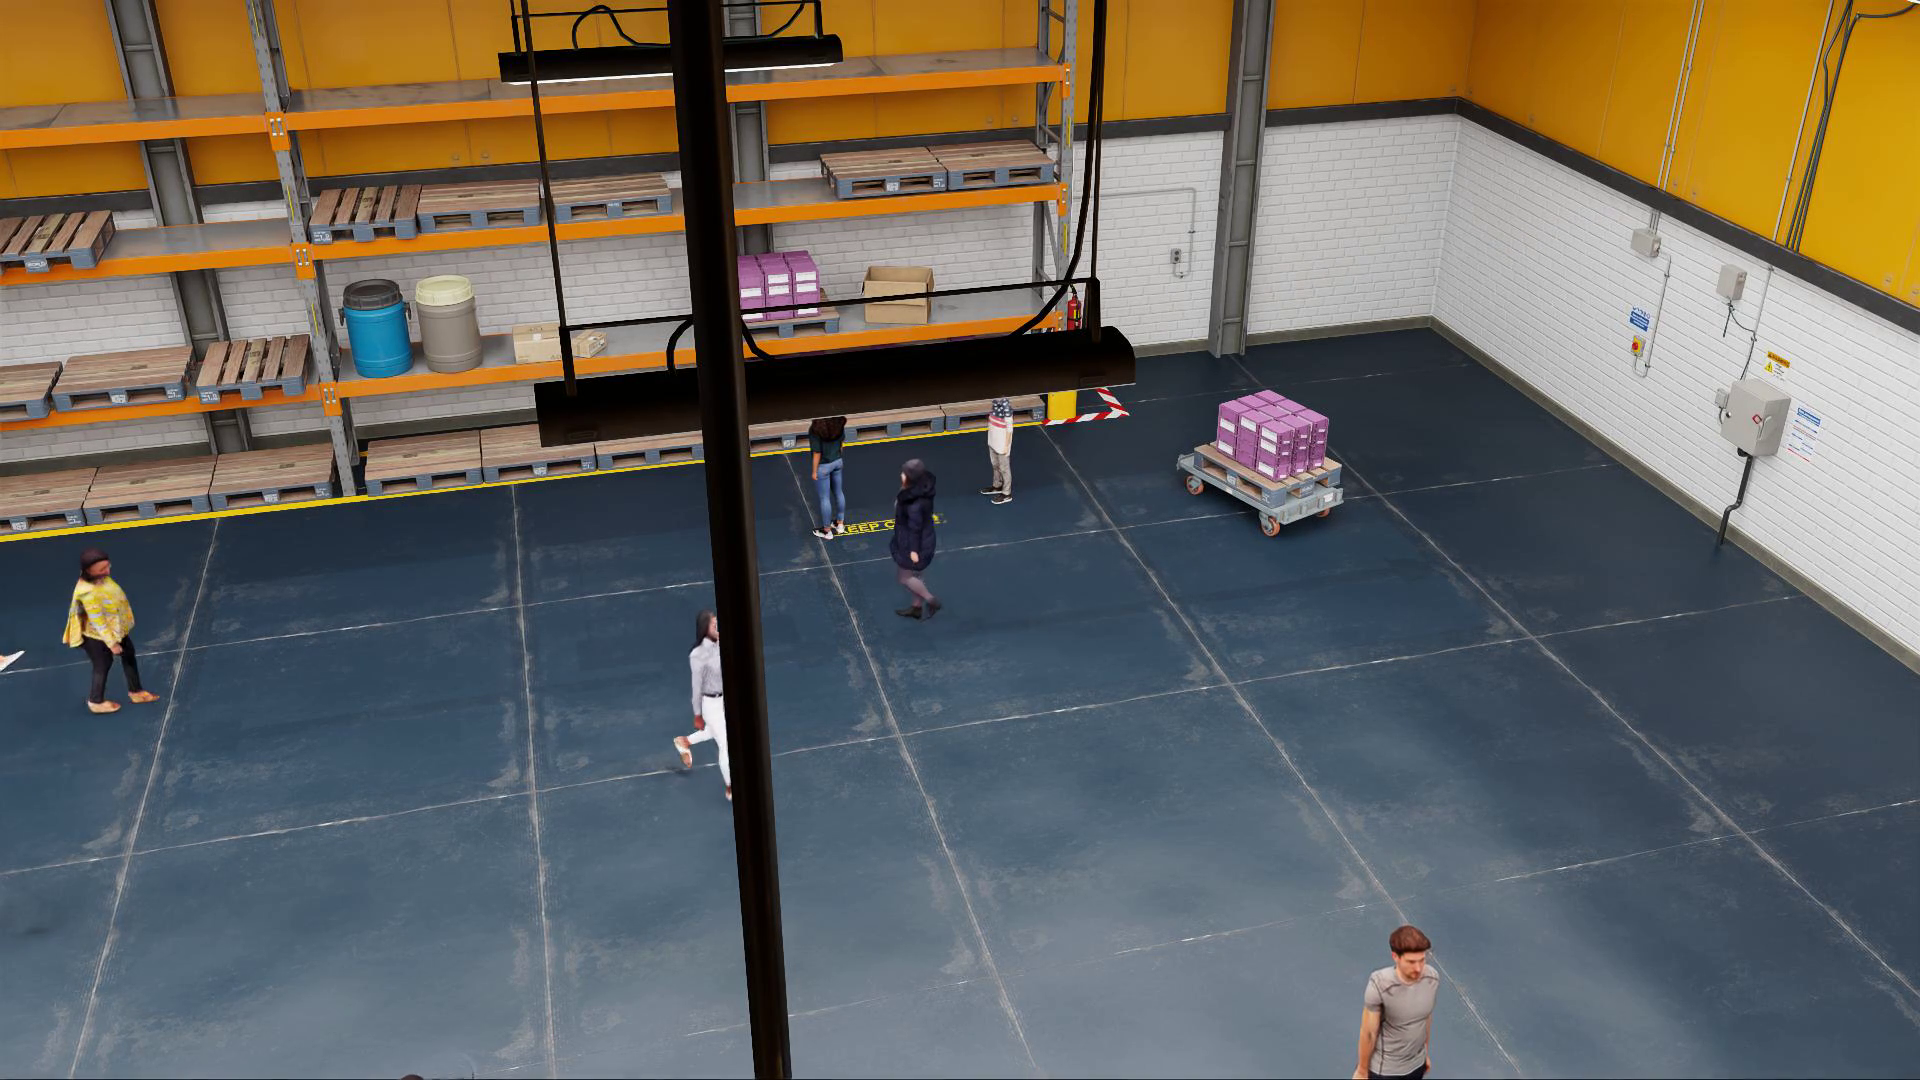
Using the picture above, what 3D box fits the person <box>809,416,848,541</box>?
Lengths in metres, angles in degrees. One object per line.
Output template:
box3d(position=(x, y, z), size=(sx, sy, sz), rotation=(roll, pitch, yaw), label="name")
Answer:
box3d(position=(-1.329, -0.781, 16.732), size=(0.768, 1.617, 0.684), rotation=(25, 37, 38), label="person")

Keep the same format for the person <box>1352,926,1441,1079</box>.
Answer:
box3d(position=(2.487, 2.969, 9.569), size=(0.514, 1.895, 0.734), rotation=(-10, 30, -18), label="person")

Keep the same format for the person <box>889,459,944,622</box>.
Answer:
box3d(position=(-0.337, 0.017, 15.217), size=(0.864, 1.669, 0.804), rotation=(4, 29, 8), label="person")

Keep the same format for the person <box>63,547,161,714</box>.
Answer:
box3d(position=(-7.237, 0.773, 13.890), size=(0.779, 1.612, 0.718), rotation=(-10, 30, -18), label="person")

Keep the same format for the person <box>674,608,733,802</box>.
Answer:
box3d(position=(-1.968, 1.258, 12.910), size=(1.110, 1.699, 1.043), rotation=(15, 32, 26), label="person")

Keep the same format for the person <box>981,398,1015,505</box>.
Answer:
box3d(position=(0.419, -1.092, 17.489), size=(0.534, 1.439, 0.556), rotation=(-13, 31, -23), label="person")
